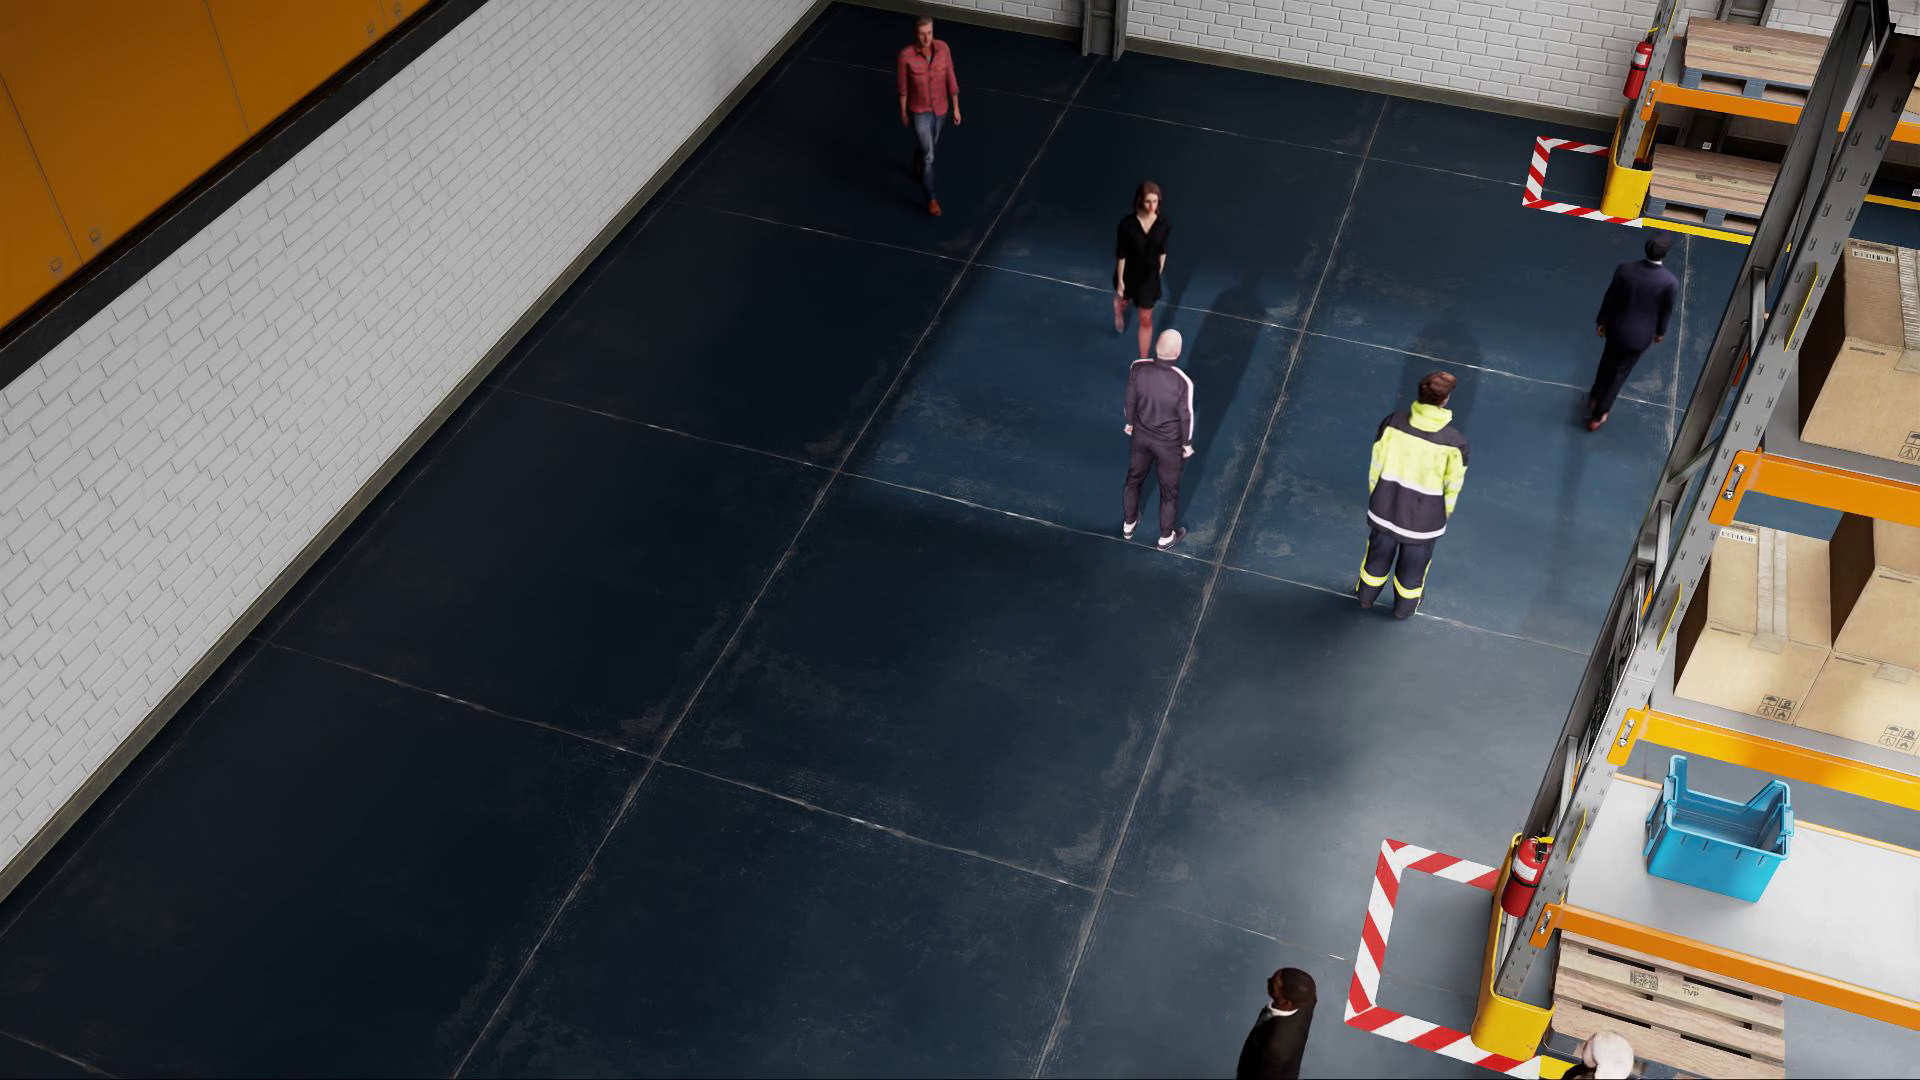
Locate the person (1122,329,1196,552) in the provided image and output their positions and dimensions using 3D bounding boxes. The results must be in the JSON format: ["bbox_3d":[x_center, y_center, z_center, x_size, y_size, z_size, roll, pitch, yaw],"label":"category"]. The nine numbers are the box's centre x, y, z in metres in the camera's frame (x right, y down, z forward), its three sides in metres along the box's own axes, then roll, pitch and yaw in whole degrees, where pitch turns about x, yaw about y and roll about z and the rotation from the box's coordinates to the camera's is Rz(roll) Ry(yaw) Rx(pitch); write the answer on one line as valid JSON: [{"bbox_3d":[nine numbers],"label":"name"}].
[{"bbox_3d":[1.379,-0.699,11.614,0.595,1.837,0.786,24,49,23],"label":"person"}]

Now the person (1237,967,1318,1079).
[{"bbox_3d":[1.524,2.617,8.161,0.585,1.799,0.678,19,47,19],"label":"person"}]

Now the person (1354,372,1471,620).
[{"bbox_3d":[3.001,-0.288,11.081,0.628,1.977,0.862,21,47,20],"label":"person"}]

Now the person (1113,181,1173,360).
[{"bbox_3d":[1.384,-2.143,13.255,1.099,1.664,0.948,-3,44,-3],"label":"person"}]

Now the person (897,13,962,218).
[{"bbox_3d":[-0.320,-3.939,15.048,1.205,1.791,1.256,-17,46,-17],"label":"person"}]

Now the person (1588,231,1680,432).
[{"bbox_3d":[5.027,-1.529,12.578,0.728,1.709,0.793,28,50,26],"label":"person"}]
